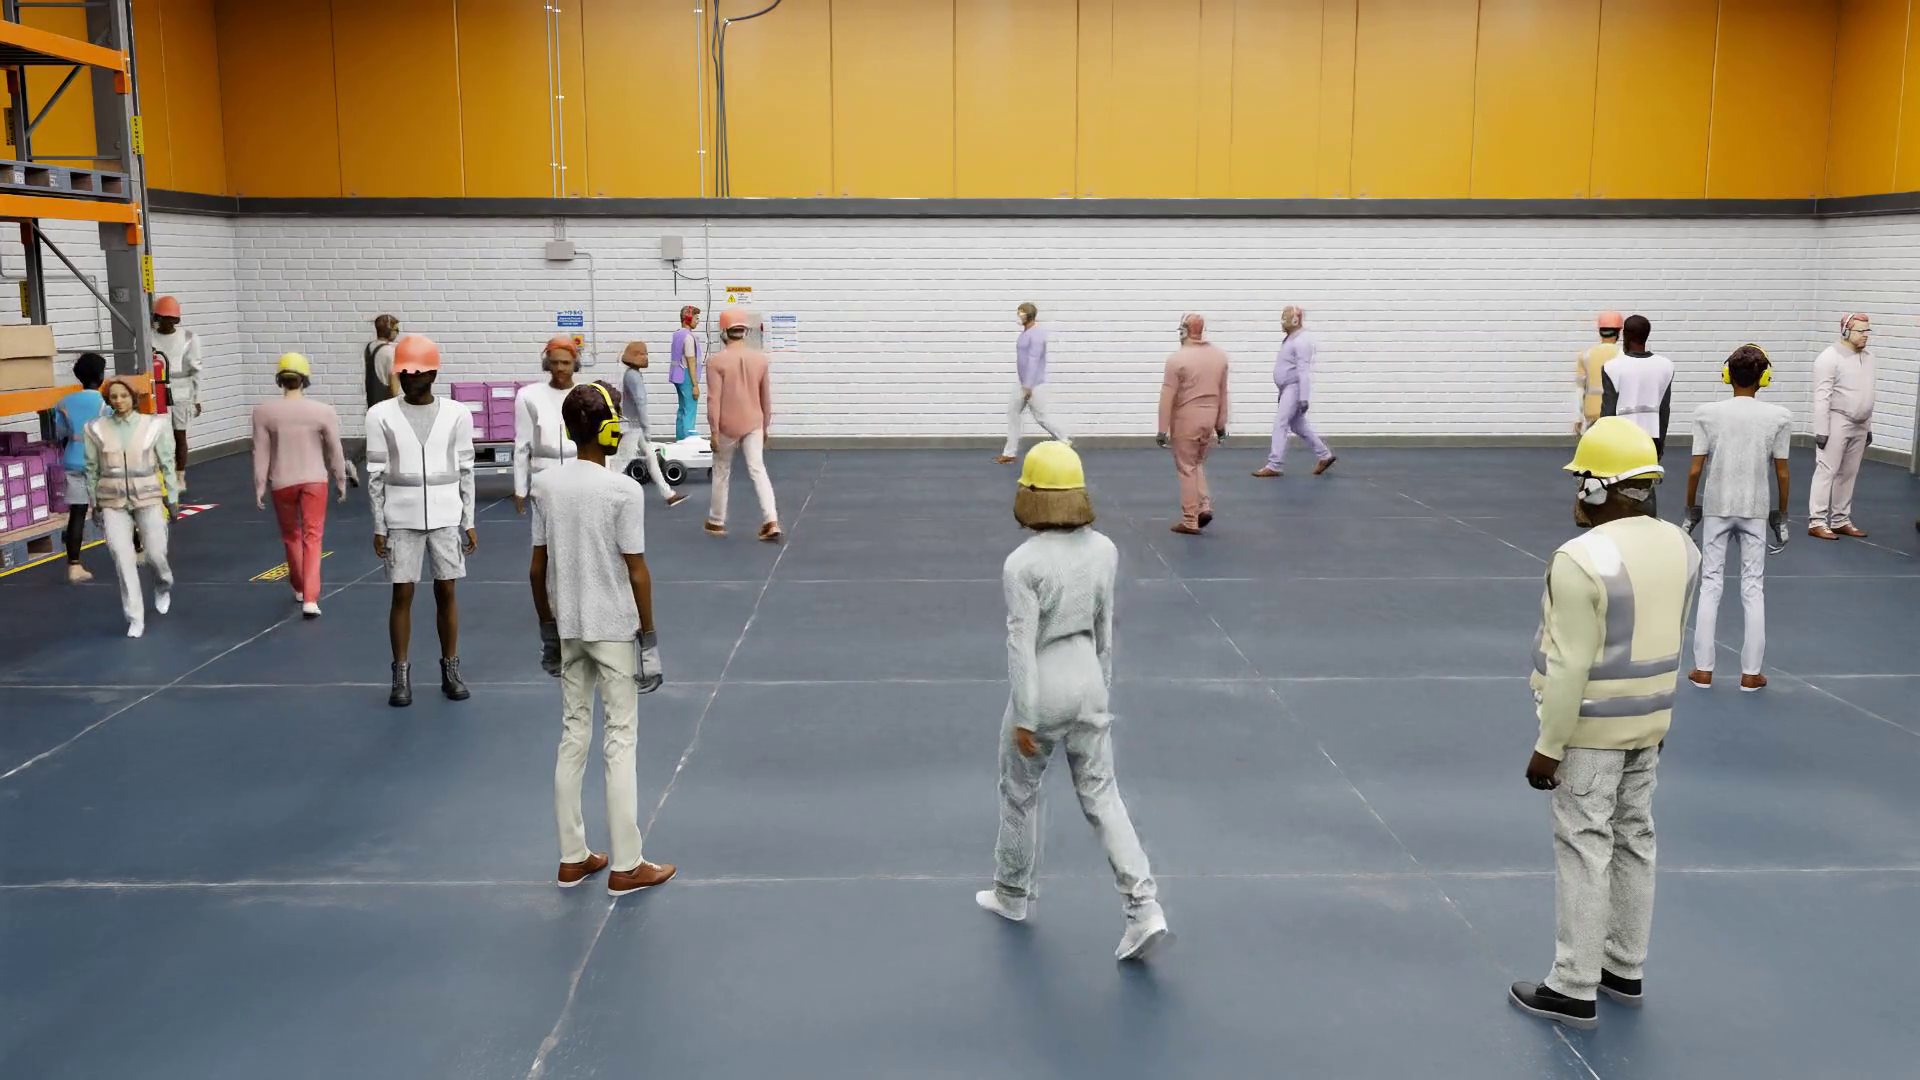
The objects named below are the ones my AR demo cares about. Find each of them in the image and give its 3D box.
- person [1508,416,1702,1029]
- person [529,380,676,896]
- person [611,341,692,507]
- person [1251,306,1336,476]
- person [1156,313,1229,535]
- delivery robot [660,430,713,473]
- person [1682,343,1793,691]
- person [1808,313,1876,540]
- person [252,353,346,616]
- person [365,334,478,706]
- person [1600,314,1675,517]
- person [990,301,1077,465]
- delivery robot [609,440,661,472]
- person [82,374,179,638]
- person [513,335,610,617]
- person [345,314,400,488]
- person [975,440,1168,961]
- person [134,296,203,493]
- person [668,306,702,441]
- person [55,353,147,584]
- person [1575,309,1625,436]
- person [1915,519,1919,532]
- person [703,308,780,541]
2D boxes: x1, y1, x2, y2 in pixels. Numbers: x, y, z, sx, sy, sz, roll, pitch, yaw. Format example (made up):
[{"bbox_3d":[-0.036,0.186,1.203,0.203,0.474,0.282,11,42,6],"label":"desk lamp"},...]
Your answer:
[{"bbox_3d":[1.924,0.545,5.005,0.595,1.832,0.404,-6,11,-34],"label":"person"},{"bbox_3d":[-1.309,0.356,6.051,0.531,1.870,0.317,4,10,25],"label":"person"},{"bbox_3d":[-2.964,-1.054,15.524,0.865,1.584,0.523,-2,10,-13],"label":"person"},{"bbox_3d":[3.685,-1.621,18.150,0.911,1.875,0.658,0,9,1],"label":"person"},{"bbox_3d":[1.958,-0.987,14.206,0.675,1.890,0.433,-7,11,-35],"label":"person"},{"bbox_3d":[-2.809,-0.918,17.599,0.707,0.478,0.477,-2,9,-12],"label":"delivery robot"},{"bbox_3d":[4.181,-0.119,8.967,0.532,1.869,0.311,4,10,24],"label":"person"},{"bbox_3d":[7.437,-0.948,13.968,0.640,1.902,0.402,-5,10,-27],"label":"person"},{"bbox_3d":[-4.356,-0.372,10.982,0.552,1.719,0.904,-3,10,-15],"label":"person"},{"bbox_3d":[-2.792,-0.104,8.679,0.547,1.934,0.375,-4,10,-23],"label":"person"},{"bbox_3d":[5.162,-0.752,12.771,0.593,1.896,0.391,-2,9,-13],"label":"person"},{"bbox_3d":[0.876,-1.811,19.264,0.967,1.904,0.631,-3,10,-19],"label":"person"},{"bbox_3d":[-3.543,-0.933,17.690,0.707,0.478,0.477,2,9,14],"label":"delivery robot"},{"bbox_3d":[-5.157,-0.226,10.392,0.514,1.623,0.535,-3,10,-19],"label":"person"},{"bbox_3d":[-2.462,-0.340,10.320,0.595,1.868,0.511,-2,9,-12],"label":"person"},{"bbox_3d":[-5.913,-1.384,16.880,0.533,1.814,0.687,7,12,38],"label":"person"},{"bbox_3d":[0.363,0.521,5.531,0.488,1.713,0.848,-6,11,-34],"label":"person"},{"bbox_3d":[-7.864,-1.424,16.565,0.614,1.991,0.930,-4,10,-24],"label":"person"},{"bbox_3d":[-3.190,-1.808,19.418,0.390,1.838,0.563,-5,10,-26],"label":"person"},{"bbox_3d":[-6.335,-0.544,12.236,0.540,1.643,0.879,0,9,1],"label":"person"},{"bbox_3d":[5.897,-1.166,15.294,0.879,1.909,0.548,-9,13,-43],"label":"person"},{"bbox_3d":[7.873,-0.748,12.707,0.812,1.912,0.553,9,13,44],"label":"person"},{"bbox_3d":[-1.826,-0.949,13.947,0.642,1.914,1.023,-7,11,-35],"label":"person"}]
